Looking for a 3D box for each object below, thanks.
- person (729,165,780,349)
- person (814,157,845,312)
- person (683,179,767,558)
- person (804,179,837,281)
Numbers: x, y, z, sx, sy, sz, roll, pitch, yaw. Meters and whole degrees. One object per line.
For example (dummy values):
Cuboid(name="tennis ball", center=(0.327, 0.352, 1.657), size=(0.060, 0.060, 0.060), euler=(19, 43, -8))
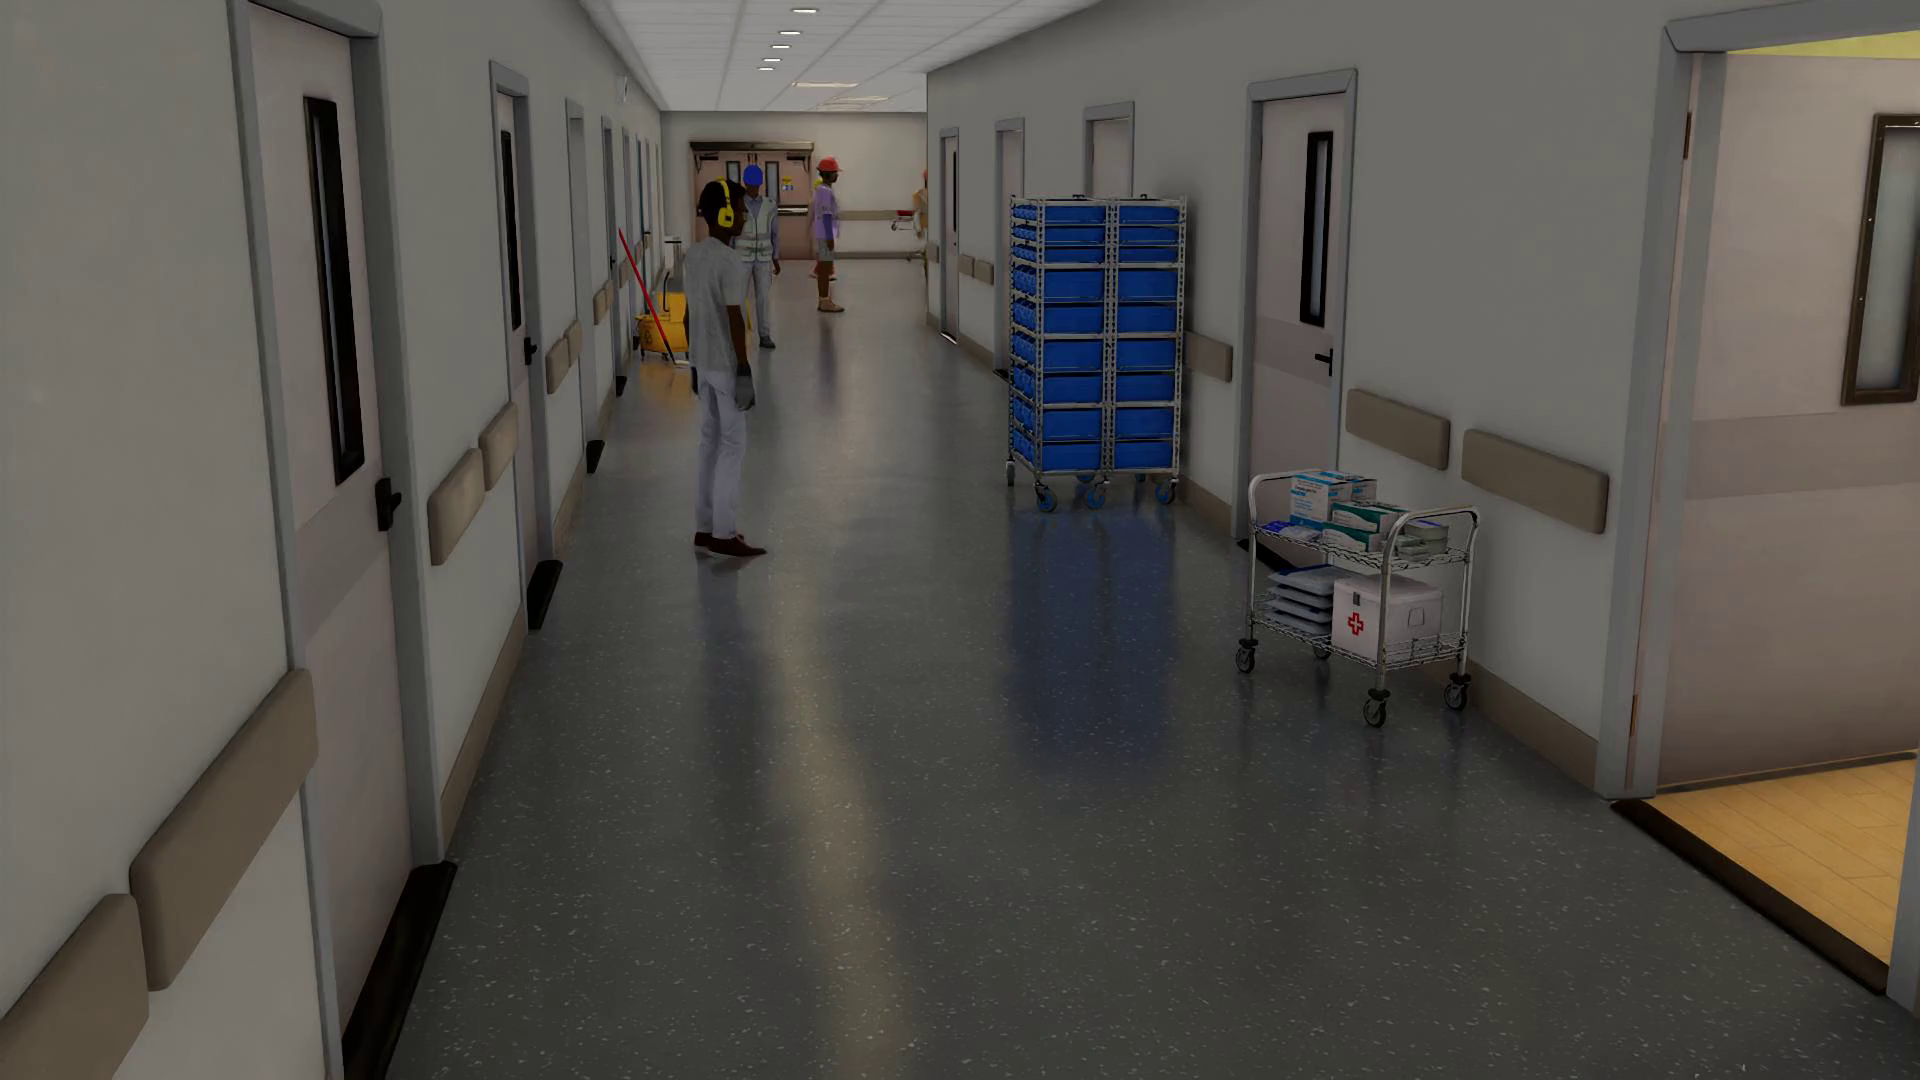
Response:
Cuboid(name="person", center=(-2.205, -3.003, 17.716), size=(0.604, 1.938, 0.402), euler=(-6, 14, -23))
Cuboid(name="person", center=(-1.751, -4.070, 22.213), size=(0.377, 2.045, 0.605), euler=(-2, 13, -10))
Cuboid(name="person", center=(-1.191, -0.848, 8.310), size=(0.315, 1.870, 0.535), euler=(-9, 16, -36))
Cuboid(name="person", center=(-2.369, -5.299, 28.418), size=(0.537, 1.709, 0.924), euler=(-11, 16, -39))
